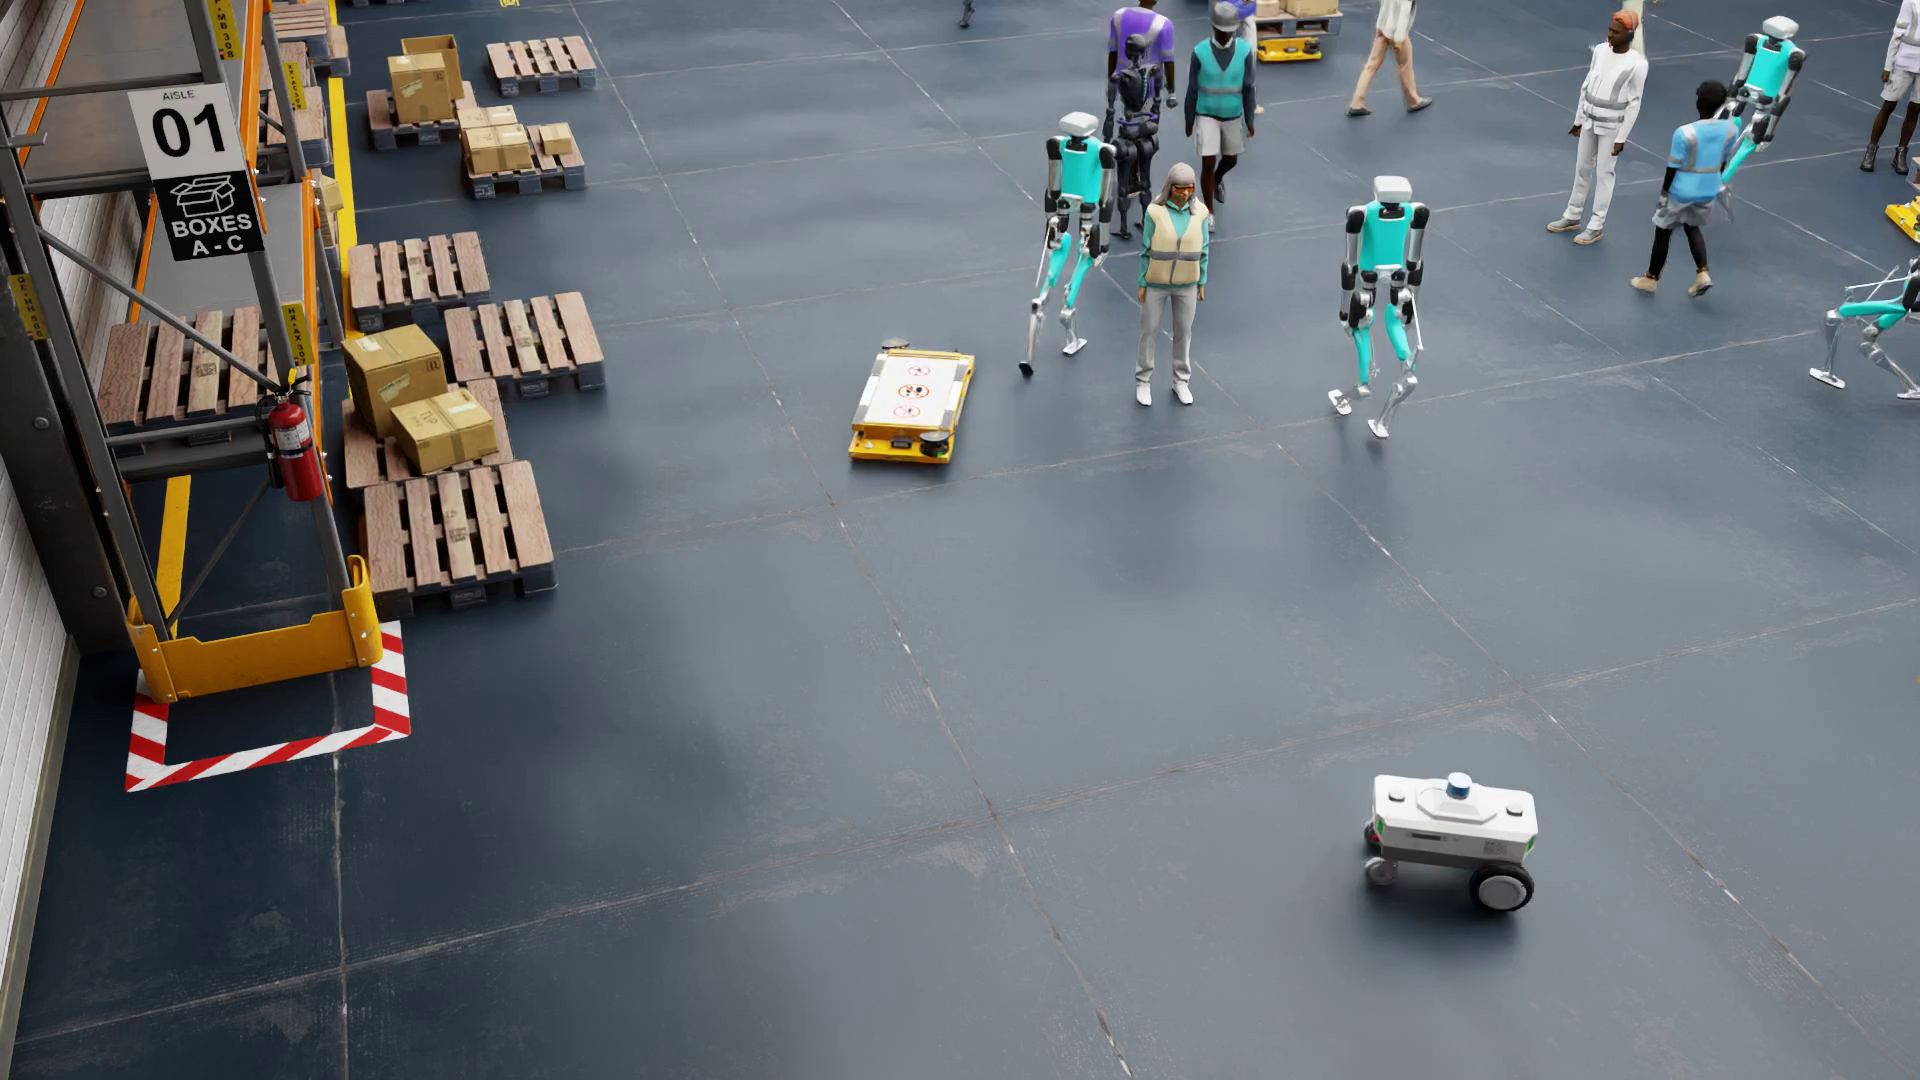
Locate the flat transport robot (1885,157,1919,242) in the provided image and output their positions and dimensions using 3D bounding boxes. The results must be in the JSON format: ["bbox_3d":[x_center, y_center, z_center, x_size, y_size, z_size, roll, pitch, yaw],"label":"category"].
[{"bbox_3d":[8.656,-2.683,13.973,1.431,0.231,0.659,2,33,3],"label":"flat transport robot"}]

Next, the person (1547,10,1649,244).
[{"bbox_3d":[5.216,-3.353,13.525,0.356,1.882,0.574,-15,36,-22],"label":"person"}]

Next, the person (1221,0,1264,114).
[{"bbox_3d":[2.743,-5.171,16.348,0.485,1.849,0.788,-17,37,-24],"label":"person"}]

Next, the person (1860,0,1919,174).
[{"bbox_3d":[8.532,-4.228,14.817,0.542,1.938,0.352,9,34,14],"label":"person"}]

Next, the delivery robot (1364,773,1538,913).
[{"bbox_3d":[2.263,1.330,7.575,0.791,0.614,0.499,6,34,9],"label":"delivery robot"}]

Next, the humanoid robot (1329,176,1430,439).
[{"bbox_3d":[2.730,-1.417,10.693,0.540,1.766,0.922,-3,33,-5],"label":"humanoid robot"}]

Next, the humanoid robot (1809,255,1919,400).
[{"bbox_3d":[6.238,-1.726,11.168,1.013,1.737,0.549,16,36,22],"label":"humanoid robot"}]

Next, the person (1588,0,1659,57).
[{"bbox_3d":[6.995,-5.761,17.295,0.590,1.793,0.958,-15,36,-22],"label":"person"}]

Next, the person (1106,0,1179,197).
[{"bbox_3d":[1.608,-3.958,14.391,0.616,1.946,0.570,26,41,34],"label":"person"}]

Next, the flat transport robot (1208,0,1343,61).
[{"bbox_3d":[3.459,-5.610,18.463,0.659,0.231,1.431,-6,34,-8],"label":"flat transport robot"}]

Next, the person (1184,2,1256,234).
[{"bbox_3d":[2.143,-3.570,13.840,0.582,1.904,0.734,-1,33,-2],"label":"person"}]

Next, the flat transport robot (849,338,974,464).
[{"bbox_3d":[-0.310,-0.953,11.321,0.659,0.231,1.431,4,33,6],"label":"flat transport robot"}]

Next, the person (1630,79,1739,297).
[{"bbox_3d":[5.547,-2.618,12.575,0.543,1.683,0.497,-7,34,-10],"label":"person"}]

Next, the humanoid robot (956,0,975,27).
[{"bbox_3d":[0.052,-6.707,18.897,0.609,1.622,0.778,12,35,18],"label":"humanoid robot"}]

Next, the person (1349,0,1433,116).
[{"bbox_3d":[4.258,-4.938,16.185,0.885,1.627,0.467,-13,35,-19],"label":"person"}]

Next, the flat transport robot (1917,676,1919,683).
[{"bbox_3d":[5.848,0.786,8.653,1.431,0.231,0.659,-7,34,-10],"label":"flat transport robot"}]

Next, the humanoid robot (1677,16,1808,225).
[{"bbox_3d":[6.345,-3.379,13.744,0.866,1.795,0.563,-15,36,-21],"label":"humanoid robot"}]

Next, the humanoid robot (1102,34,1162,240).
[{"bbox_3d":[1.409,-3.309,13.632,0.599,1.657,0.315,-19,37,-26],"label":"humanoid robot"}]

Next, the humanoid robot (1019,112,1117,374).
[{"bbox_3d":[0.676,-1.988,11.621,0.556,1.830,0.886,19,38,27],"label":"humanoid robot"}]

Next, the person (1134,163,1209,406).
[{"bbox_3d":[1.417,-1.720,11.182,0.465,1.706,0.367,-3,33,-4],"label":"person"}]
